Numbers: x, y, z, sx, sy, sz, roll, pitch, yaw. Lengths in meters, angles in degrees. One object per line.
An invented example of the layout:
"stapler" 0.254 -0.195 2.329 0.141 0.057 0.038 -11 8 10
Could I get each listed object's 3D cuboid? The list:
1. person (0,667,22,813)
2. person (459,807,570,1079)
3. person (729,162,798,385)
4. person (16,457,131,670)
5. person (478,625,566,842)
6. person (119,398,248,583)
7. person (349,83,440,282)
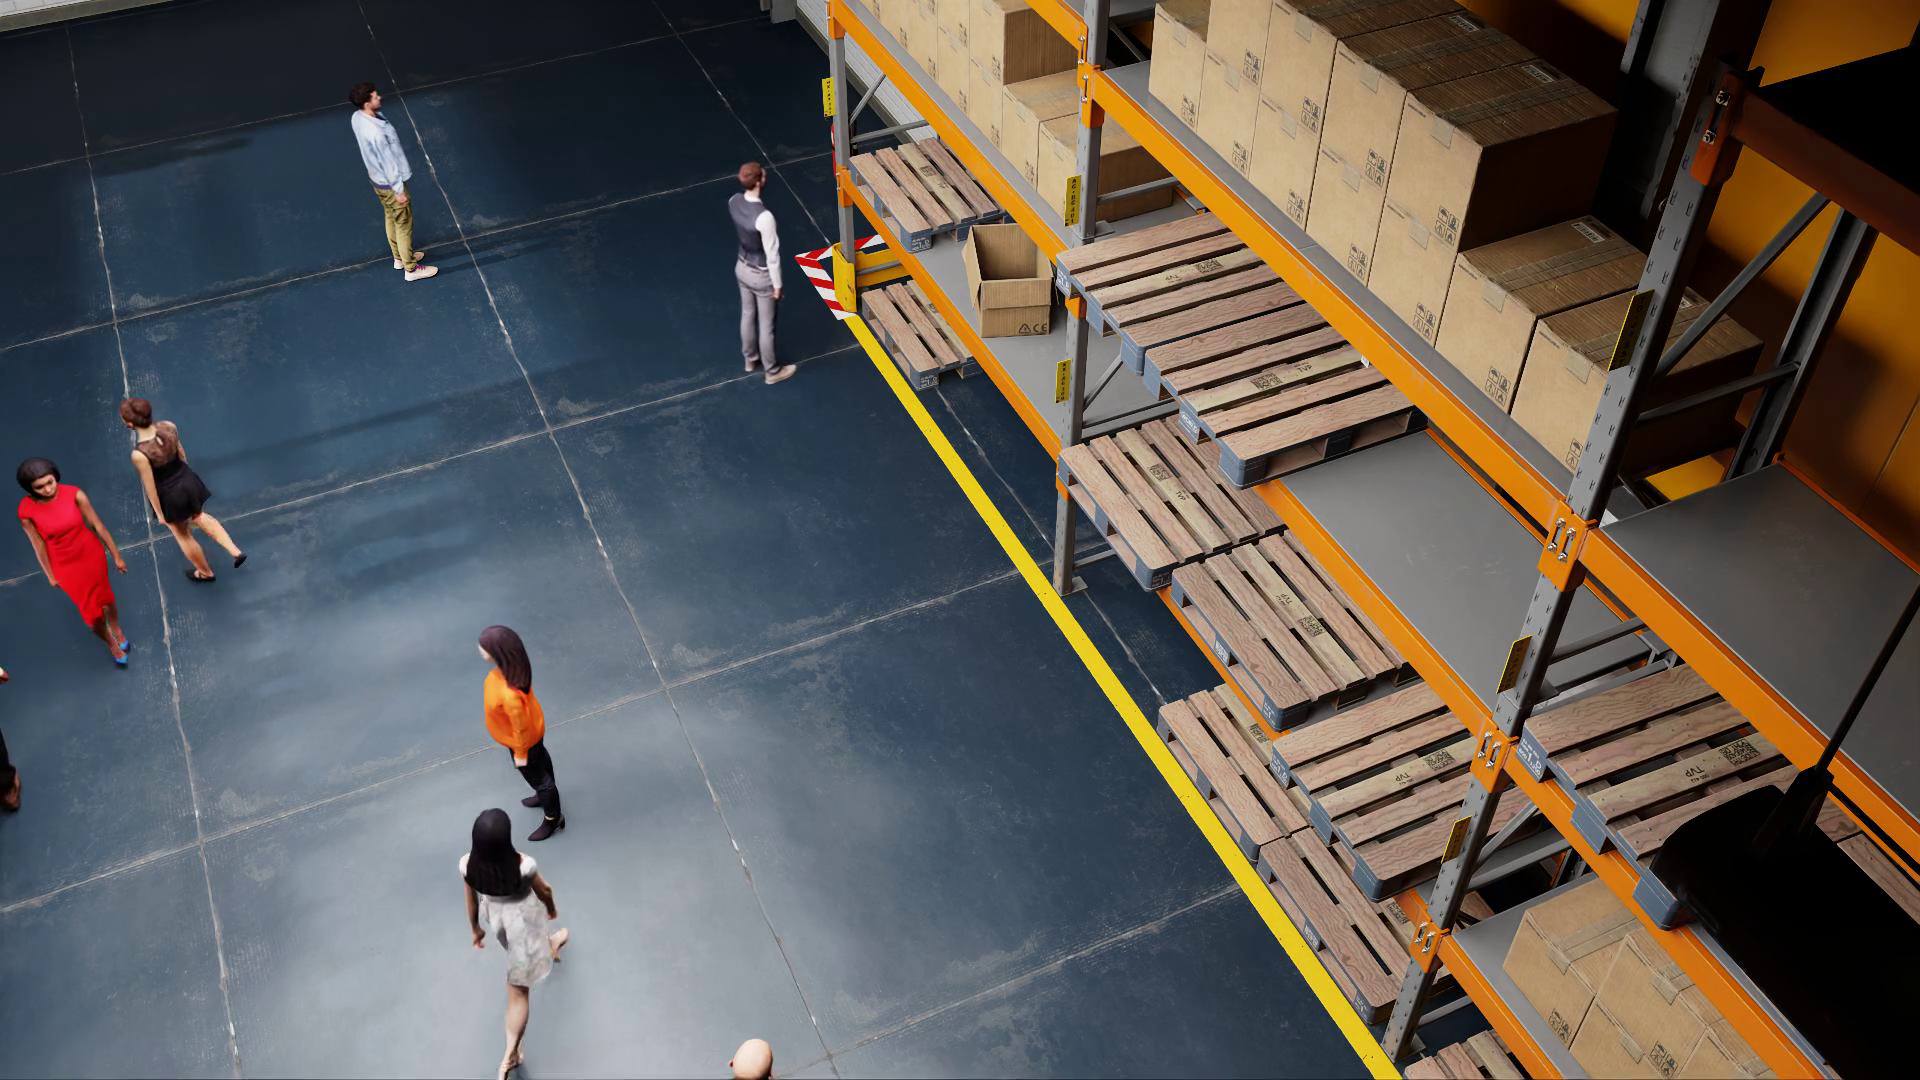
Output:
"person" -6.030 0.964 9.917 0.767 1.884 0.822 -21 47 -20
"person" -2.369 2.137 8.811 1.050 1.711 1.259 5 44 5
"person" -1.603 -2.110 13.108 0.777 1.933 0.613 -33 53 -30
"person" -5.829 0.099 10.936 0.686 1.730 0.734 -32 52 -29
"person" -2.583 1.119 9.851 0.712 1.750 0.545 -11 45 -11
"person" -5.308 -0.306 11.410 0.863 1.662 0.802 15 46 15
"person" -4.884 -3.063 14.196 0.778 1.812 0.571 -27 50 -25
